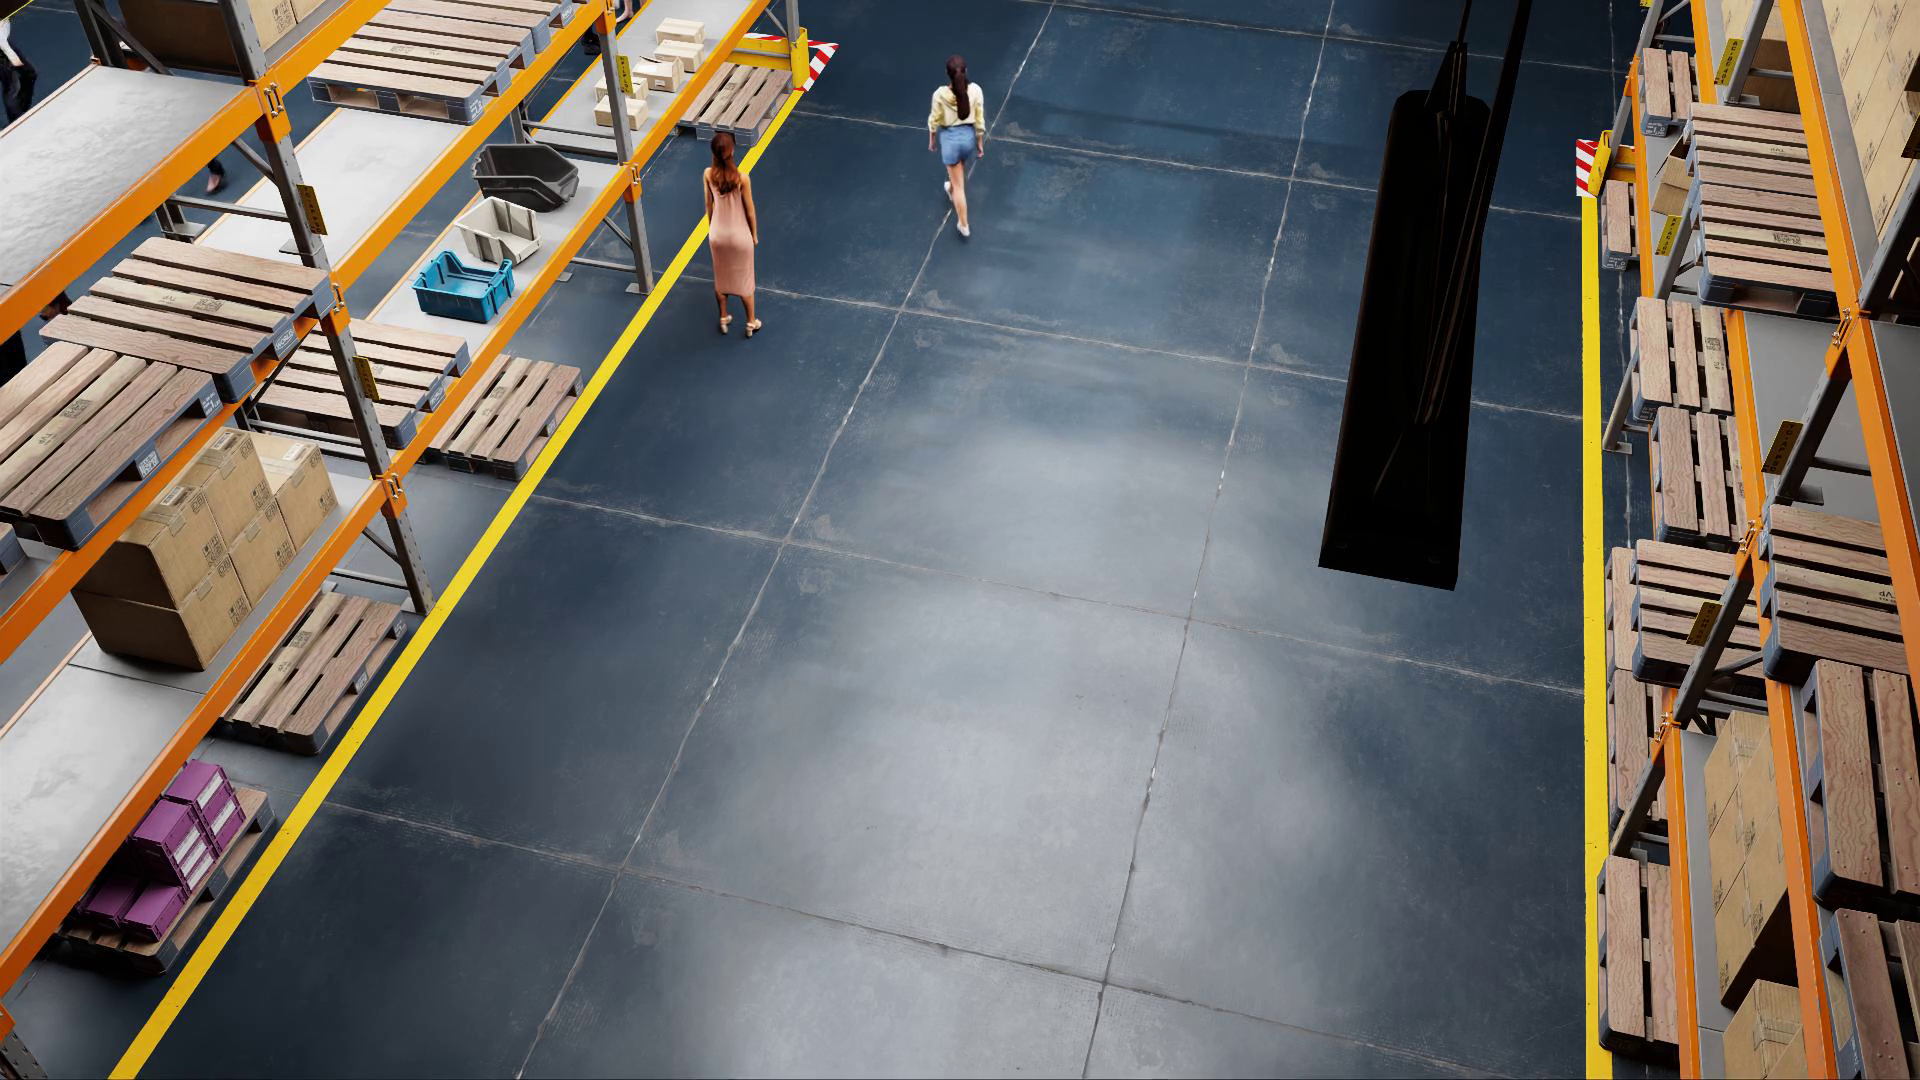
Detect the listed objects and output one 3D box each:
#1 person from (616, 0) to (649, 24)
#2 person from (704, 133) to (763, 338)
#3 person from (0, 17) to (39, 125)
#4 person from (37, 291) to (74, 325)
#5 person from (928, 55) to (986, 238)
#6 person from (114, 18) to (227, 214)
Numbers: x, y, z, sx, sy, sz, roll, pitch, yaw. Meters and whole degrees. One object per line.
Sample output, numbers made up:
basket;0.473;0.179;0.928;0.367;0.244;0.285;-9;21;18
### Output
person;-3.541;-6.289;17.571;0.665;1.768;0.683;30;51;28
person;-1.867;-2.466;13.514;0.563;1.829;0.508;11;45;11
person;-9.273;-4.695;15.874;0.862;1.801;0.761;-12;45;-12
person;-6.527;-1.319;12.520;0.570;1.539;0.806;16;46;16
person;-0.012;-3.462;14.735;1.015;1.587;1.206;-10;45;-11
person;-7.204;-3.848;14.979;0.864;1.809;1.266;20;47;19
